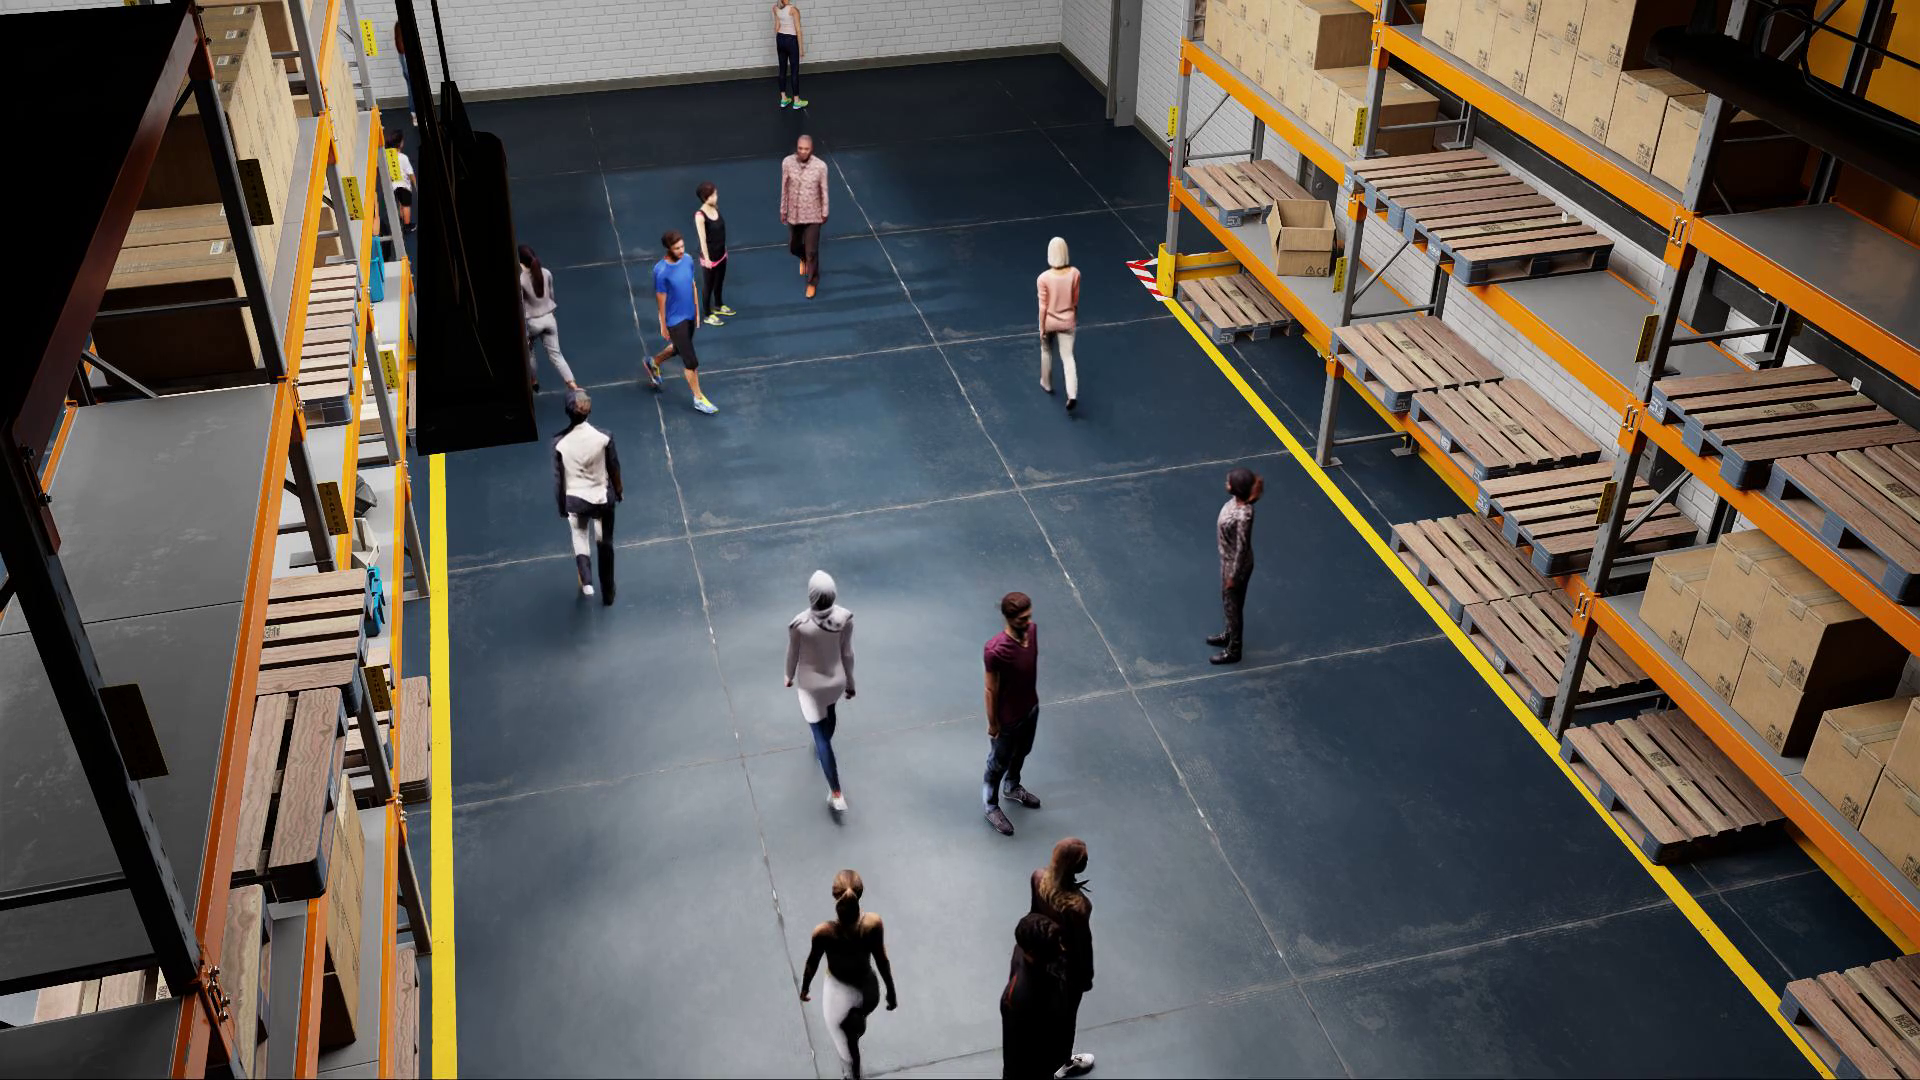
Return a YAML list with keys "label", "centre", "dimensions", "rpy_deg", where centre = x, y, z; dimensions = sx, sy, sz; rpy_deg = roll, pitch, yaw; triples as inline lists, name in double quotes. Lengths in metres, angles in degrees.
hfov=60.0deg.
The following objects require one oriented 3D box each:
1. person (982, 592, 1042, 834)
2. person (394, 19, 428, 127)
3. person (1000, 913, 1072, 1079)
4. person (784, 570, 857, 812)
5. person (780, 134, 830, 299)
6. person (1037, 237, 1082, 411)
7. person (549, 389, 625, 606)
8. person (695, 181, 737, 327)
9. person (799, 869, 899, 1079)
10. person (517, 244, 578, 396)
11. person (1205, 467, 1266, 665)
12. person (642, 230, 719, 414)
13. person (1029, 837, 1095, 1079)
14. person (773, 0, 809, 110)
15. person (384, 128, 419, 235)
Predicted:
- label: "person"
  centre: [0.351, 1.102, 11.115]
  dimensions: [0.757, 1.851, 0.733]
  rpy_deg: [23, 40, 30]
- label: "person"
  centre: [-7.491, -6.385, 22.717]
  dimensions: [0.635, 1.477, 0.713]
  rpy_deg: [22, 40, 30]
- label: "person"
  centre: [0.373, 2.663, 8.680]
  dimensions: [0.840, 1.946, 0.684]
  rpy_deg: [5, 34, 7]
- label: "person"
  centre: [-0.922, 1.045, 11.301]
  dimensions: [0.730, 1.740, 1.182]
  rpy_deg: [-13, 36, -19]
- label: "person"
  centre: [-1.688, -3.611, 18.265]
  dimensions: [0.944, 1.785, 1.089]
  rpy_deg: [7, 34, 10]
- label: "person"
  centre: [0.977, -2.063, 16.016]
  dimensions: [0.614, 1.697, 1.065]
  rpy_deg: [-8, 34, -12]
- label: "person"
  centre: [-2.930, -0.278, 13.164]
  dimensions: [0.697, 1.881, 0.660]
  rpy_deg: [-5, 34, -8]
- label: "person"
  centre: [-2.635, -3.064, 17.651]
  dimensions: [0.682, 1.553, 0.599]
  rpy_deg: [12, 36, 18]
- label: "person"
  centre: [-0.570, 2.574, 9.076]
  dimensions: [0.702, 1.657, 1.105]
  rpy_deg: [-12, 35, -17]
- label: "person"
  centre: [-3.996, -2.008, 15.986]
  dimensions: [0.992, 1.640, 1.189]
  rpy_deg: [-29, 43, -36]
- label: "person"
  centre: [2.099, 0.183, 12.619]
  dimensions: [0.699, 1.715, 0.576]
  rpy_deg: [3, 34, 4]
- label: "person"
  centre: [-2.773, -2.137, 16.004]
  dimensions: [1.257, 1.834, 1.134]
  rpy_deg: [20, 39, 27]
- label: "person"
  centre: [0.559, 2.350, 9.369]
  dimensions: [0.729, 1.705, 0.582]
  rpy_deg: [-24, 40, -31]
- label: "person"
  centre: [-2.416, -6.934, 23.339]
  dimensions: [0.673, 1.702, 0.731]
  rpy_deg: [18, 37, 24]
- label: "person"
  centre: [-6.644, -4.212, 19.653]
  dimensions: [0.577, 1.250, 0.611]
  rpy_deg: [10, 35, 15]
